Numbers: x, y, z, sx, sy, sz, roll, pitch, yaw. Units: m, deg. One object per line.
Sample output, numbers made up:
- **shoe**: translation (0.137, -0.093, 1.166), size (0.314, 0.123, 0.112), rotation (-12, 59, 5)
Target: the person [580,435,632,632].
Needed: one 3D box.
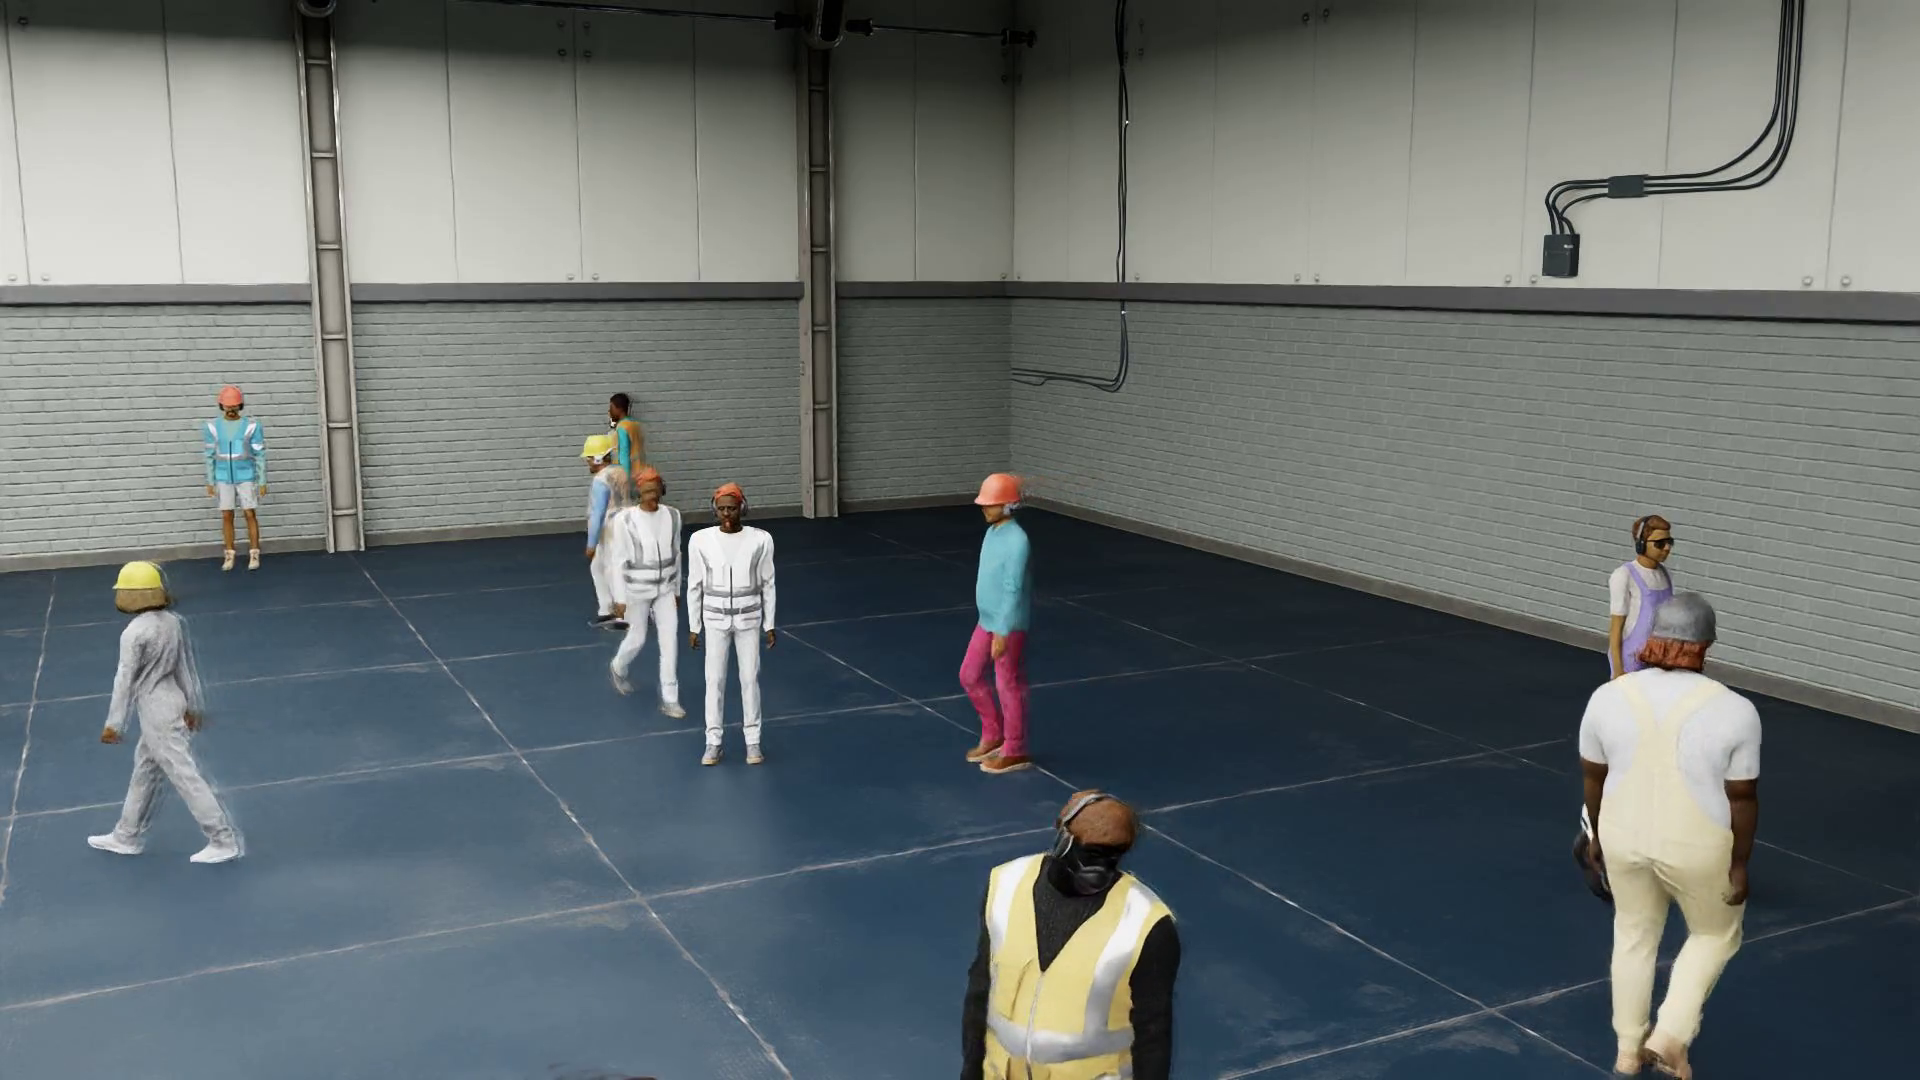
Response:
- **person**: translation (-3.243, -0.049, 15.048), size (0.639, 1.800, 0.613), rotation (1, 9, 6)

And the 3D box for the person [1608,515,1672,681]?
- **person**: translation (4.057, 0.762, 9.930), size (0.506, 1.847, 0.344), rotation (-6, 11, -33)

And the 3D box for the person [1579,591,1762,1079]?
- **person**: translation (2.857, 1.190, 6.695), size (0.694, 2.000, 0.536), rotation (8, 13, 42)

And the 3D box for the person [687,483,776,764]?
- **person**: translation (-1.514, 0.560, 11.060), size (0.585, 1.882, 0.343), rotation (-1, 9, -6)

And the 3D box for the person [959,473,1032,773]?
- **person**: translation (0.228, 0.549, 10.815), size (0.479, 1.975, 0.634), rotation (-4, 10, -21)

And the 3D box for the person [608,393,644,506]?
- **person**: translation (-3.794, -0.707, 18.799), size (0.455, 1.903, 0.615), rotation (-1, 9, -3)

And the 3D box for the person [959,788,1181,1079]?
- **person**: translation (0.293, 1.604, 4.857), size (0.650, 1.807, 0.583), rotation (5, 11, 29)

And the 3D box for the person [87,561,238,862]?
- **person**: translation (-4.445, 0.957, 9.187), size (0.892, 1.693, 0.497), rotation (0, 9, -2)

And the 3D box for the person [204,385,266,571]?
- **person**: translation (-7.906, -0.670, 18.171), size (0.612, 2.038, 0.398), rotation (-2, 9, -10)

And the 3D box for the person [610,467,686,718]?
- **person**: translation (-2.366, 0.357, 12.419), size (0.586, 1.856, 0.892), rotation (-8, 12, -40)

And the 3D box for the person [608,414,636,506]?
- **person**: translation (-4.095, -0.780, 20.083), size (0.499, 1.633, 0.286), rotation (7, 12, 37)
